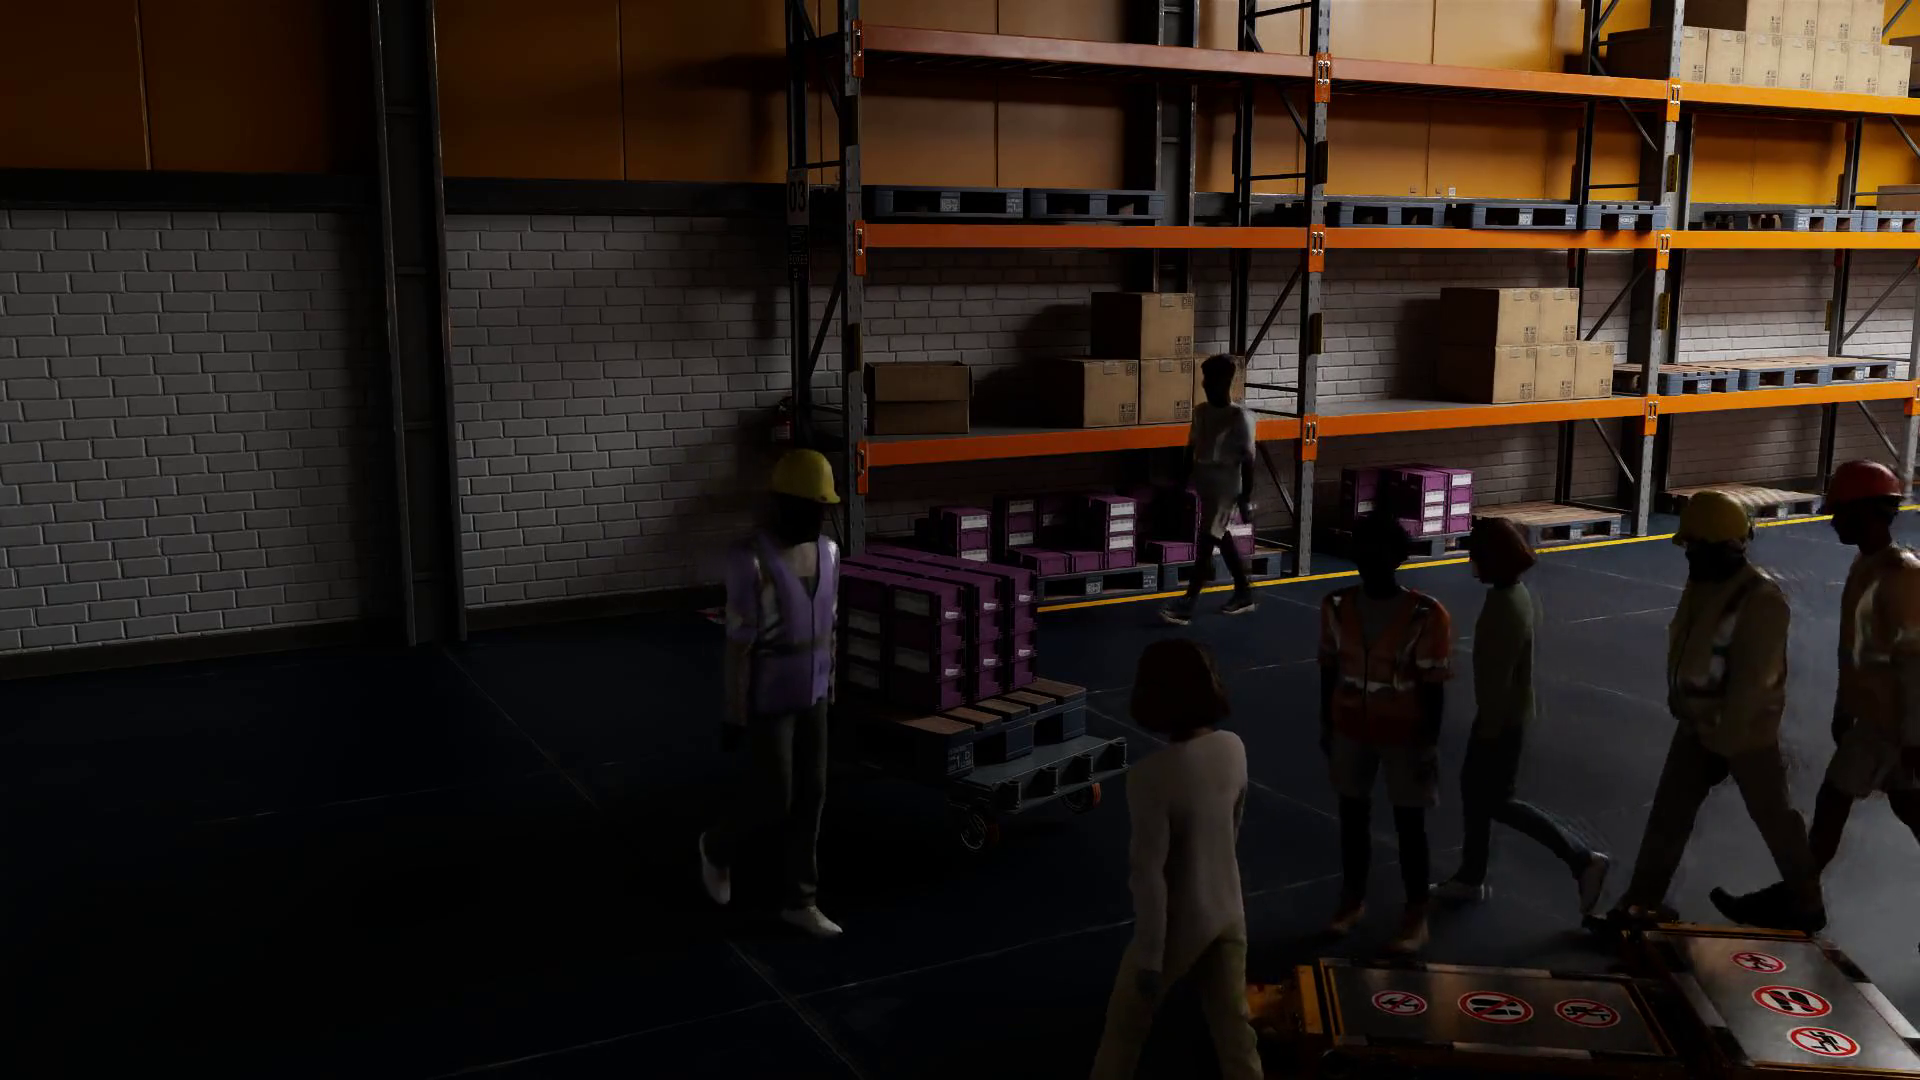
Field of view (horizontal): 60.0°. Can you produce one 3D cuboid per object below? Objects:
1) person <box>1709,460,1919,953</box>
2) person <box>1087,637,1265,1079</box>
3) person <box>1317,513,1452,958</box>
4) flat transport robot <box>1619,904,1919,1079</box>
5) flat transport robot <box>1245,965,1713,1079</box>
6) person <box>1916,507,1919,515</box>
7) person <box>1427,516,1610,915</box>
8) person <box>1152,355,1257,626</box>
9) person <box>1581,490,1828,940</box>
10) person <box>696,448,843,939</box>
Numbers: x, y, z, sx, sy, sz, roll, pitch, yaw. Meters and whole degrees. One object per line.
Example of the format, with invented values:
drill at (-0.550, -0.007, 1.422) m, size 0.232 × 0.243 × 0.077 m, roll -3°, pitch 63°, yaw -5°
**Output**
person at (3.481, 0.640, 6.292) m, size 1.016 × 1.859 × 0.603 m, roll 3°, pitch 10°, yaw 19°
person at (0.567, 1.051, 4.647) m, size 0.524 × 1.587 × 0.843 m, roll -9°, pitch 13°, yaw -41°
person at (1.589, 0.728, 6.292) m, size 0.537 × 1.684 × 0.337 m, roll 8°, pitch 12°, yaw 37°
flat transport robot at (2.696, 1.572, 5.484) m, size 0.652 × 0.197 × 1.431 m, roll 1°, pitch 10°, yaw 8°
flat transport robot at (1.636, 1.593, 5.360) m, size 1.431 × 0.197 × 0.652 m, roll 1°, pitch 10°, yaw 8°
person at (9.782, -1.003, 15.871) m, size 1.061 × 1.828 × 0.648 m, roll 6°, pitch 12°, yaw 31°
person at (2.231, 0.710, 6.599) m, size 0.650 × 1.612 × 0.521 m, roll 2°, pitch 10°, yaw 13°
person at (1.789, -0.358, 11.884) m, size 0.970 × 1.919 × 0.614 m, roll -4°, pitch 11°, yaw -23°
person at (2.923, 0.691, 6.278) m, size 0.961 × 1.779 × 0.618 m, roll -1°, pitch 10°, yaw -7°
person at (-0.719, 0.583, 6.478) m, size 0.593 × 1.904 × 0.617 m, roll 8°, pitch 13°, yaw 38°
